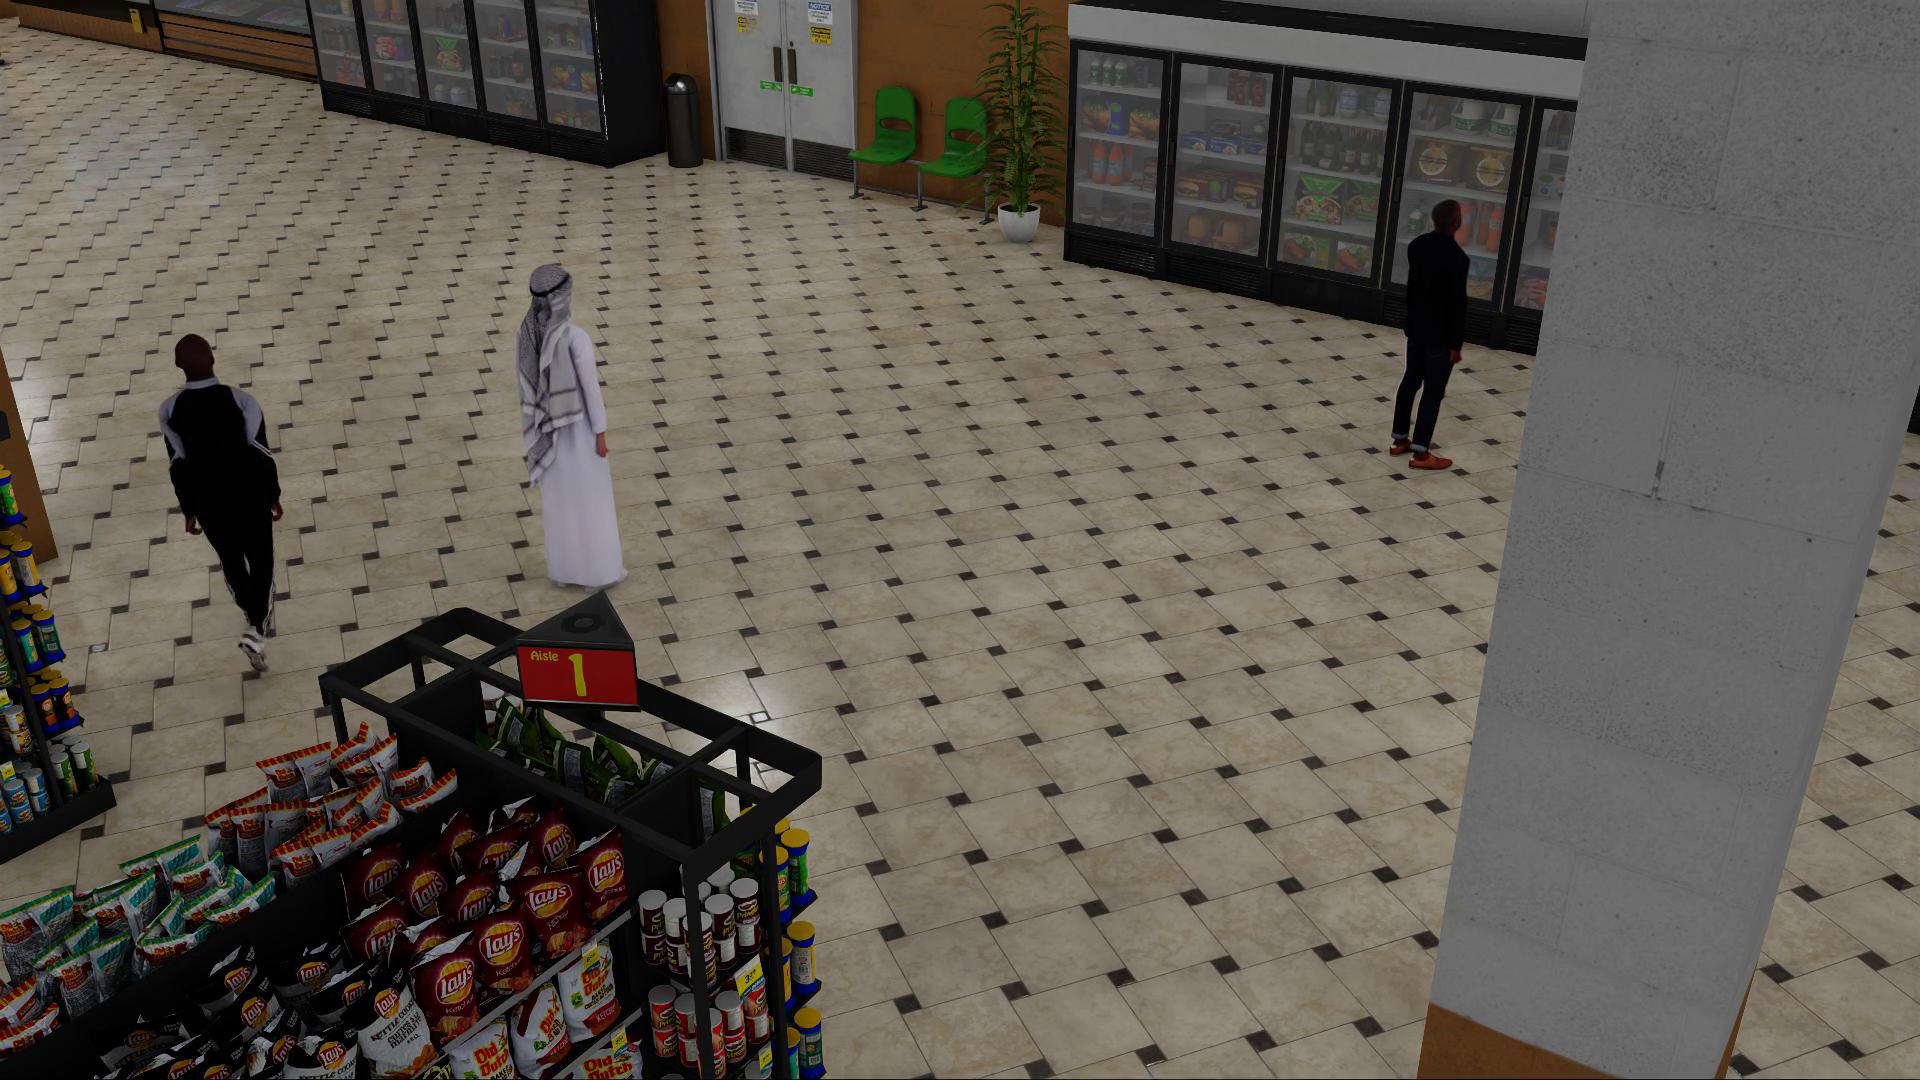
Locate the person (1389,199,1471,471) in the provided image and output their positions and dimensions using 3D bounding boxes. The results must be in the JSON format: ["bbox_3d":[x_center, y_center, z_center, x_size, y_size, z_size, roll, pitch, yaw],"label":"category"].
[{"bbox_3d":[3.114,-1.363,11.002,0.803,1.816,0.788,-9,28,-18],"label":"person"}]

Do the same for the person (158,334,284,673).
[{"bbox_3d":[-3.831,-0.174,8.679,1.101,1.796,1.148,-6,27,-11],"label":"person"}]

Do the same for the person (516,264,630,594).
[{"bbox_3d":[-2.230,-0.619,9.414,0.739,1.925,0.680,11,29,21],"label":"person"}]
